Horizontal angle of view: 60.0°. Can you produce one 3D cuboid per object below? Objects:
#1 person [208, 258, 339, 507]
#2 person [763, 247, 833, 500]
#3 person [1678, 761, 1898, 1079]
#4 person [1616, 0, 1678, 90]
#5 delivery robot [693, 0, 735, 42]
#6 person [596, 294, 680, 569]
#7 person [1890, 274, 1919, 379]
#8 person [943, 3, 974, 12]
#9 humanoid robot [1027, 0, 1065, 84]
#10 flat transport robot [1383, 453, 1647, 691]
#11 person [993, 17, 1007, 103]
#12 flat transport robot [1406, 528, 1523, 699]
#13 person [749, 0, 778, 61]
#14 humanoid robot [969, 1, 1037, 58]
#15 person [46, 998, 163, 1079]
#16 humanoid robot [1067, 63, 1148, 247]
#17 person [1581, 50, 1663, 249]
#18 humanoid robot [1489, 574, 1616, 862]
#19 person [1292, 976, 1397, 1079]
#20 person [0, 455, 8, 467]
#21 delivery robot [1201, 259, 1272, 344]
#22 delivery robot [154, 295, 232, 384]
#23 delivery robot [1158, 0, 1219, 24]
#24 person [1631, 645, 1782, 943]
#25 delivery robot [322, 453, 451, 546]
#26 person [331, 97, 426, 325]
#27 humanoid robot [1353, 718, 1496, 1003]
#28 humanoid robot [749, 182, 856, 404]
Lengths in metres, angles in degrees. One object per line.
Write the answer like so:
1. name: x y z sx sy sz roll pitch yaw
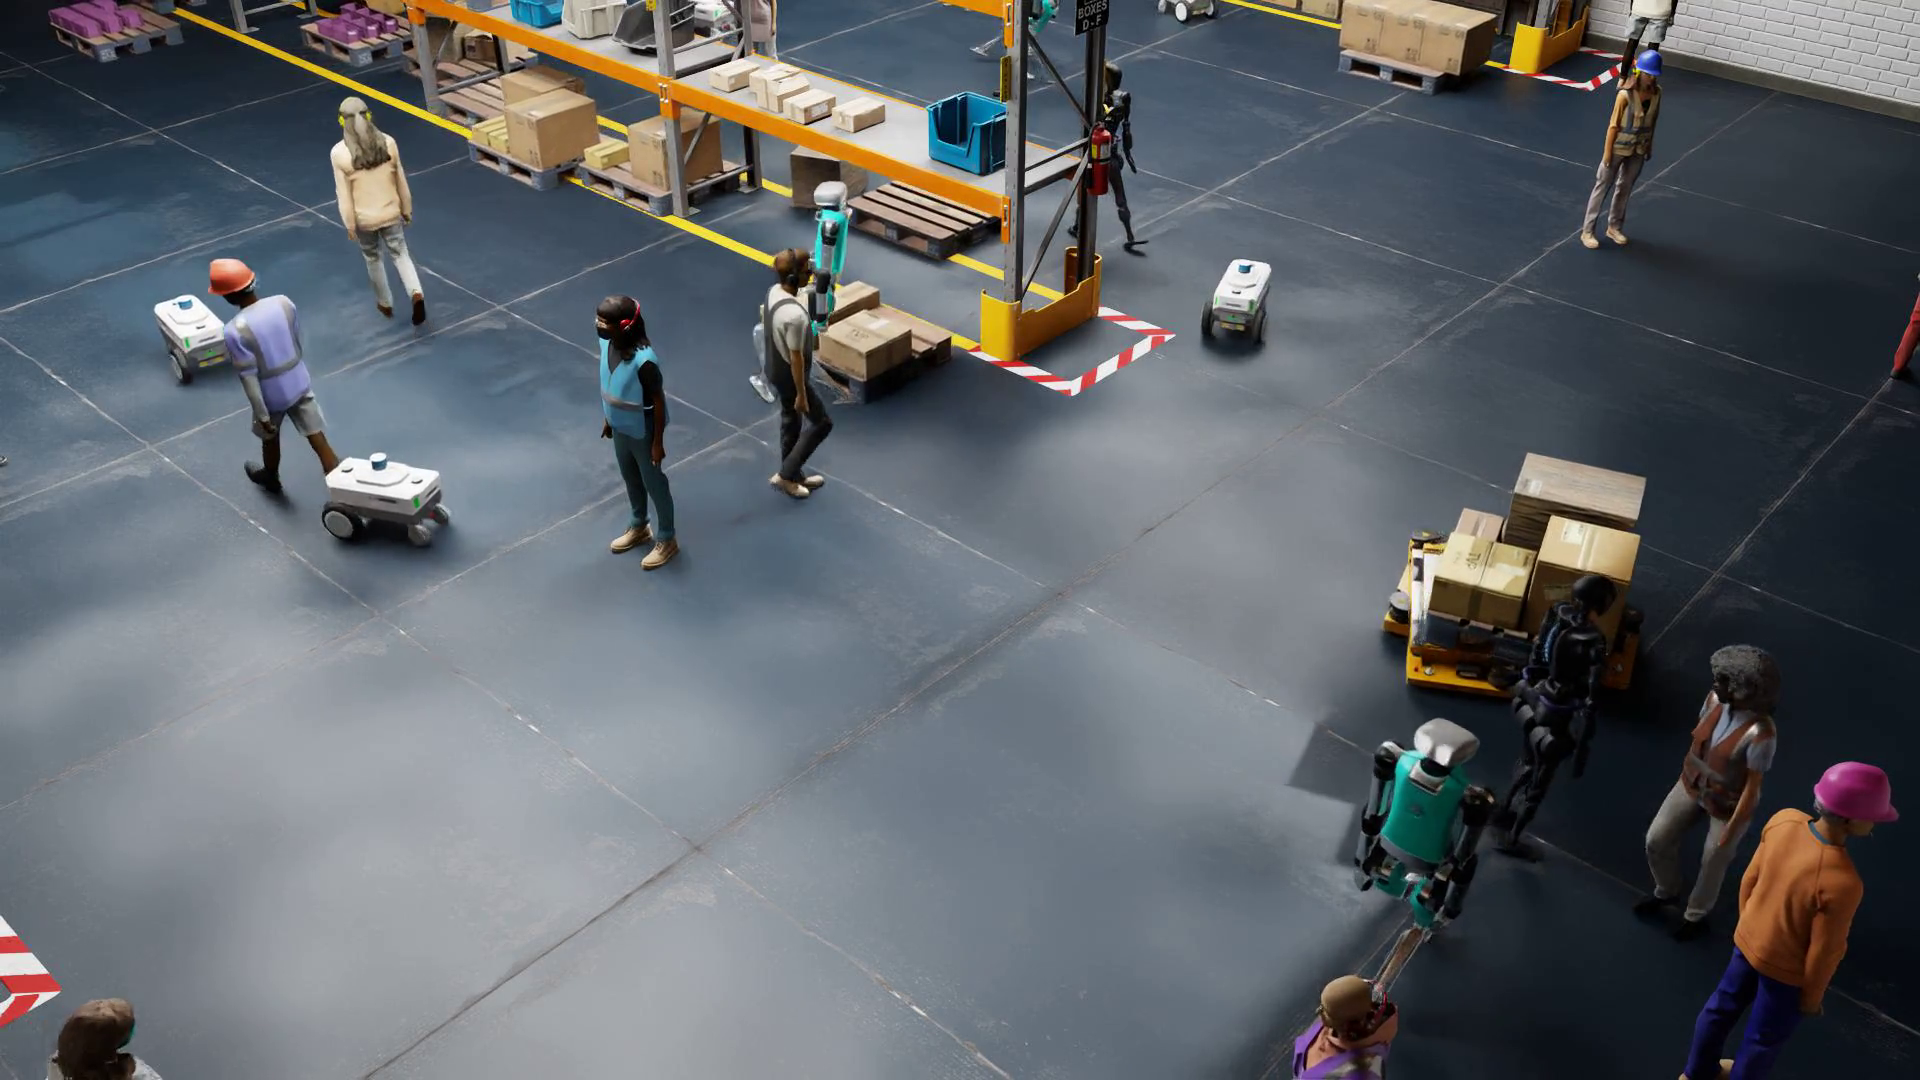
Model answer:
1. person: -4.480 -1.003 10.849 1.031 1.866 0.581 24 41 30
2. person: -1.078 -1.086 11.006 0.402 1.831 0.520 -17 38 -23
3. person: 3.393 1.691 6.855 0.390 1.983 0.505 -6 35 -9
4. person: 7.338 -5.592 17.651 0.534 1.699 0.318 25 42 31
5. delivery robot: -3.020 -6.180 19.507 0.791 0.589 0.499 20 39 26
6. person: -2.022 -0.685 10.397 0.537 1.864 0.371 26 43 33
7. person: 7.386 -1.958 12.336 0.516 1.756 0.341 27 43 34
8. person: 0.001 -7.295 20.077 0.505 1.754 0.346 25 42 32
9. humanoid robot: 0.764 -5.738 17.833 0.783 1.773 0.530 20 39 26
10. flat transport robot: 3.367 0.483 10.111 1.431 0.231 0.659 15 37 20
11. person: 0.502 -5.512 17.342 0.394 1.930 0.545 -6 35 -9
12. flat transport robot: 3.083 0.433 10.183 0.659 0.231 1.431 7 35 11
13. person: -2.118 -5.417 17.429 0.453 1.662 0.282 13 37 18
14. humanoid robot: 0.607 -6.136 18.420 1.019 1.747 0.562 2 35 3
15. person: -3.083 2.328 6.224 0.512 1.635 0.383 14 37 20
16. humanoid robot: 1.286 -3.309 14.397 0.600 1.621 0.789 -25 42 -31
17. person: 5.775 -3.365 14.367 0.471 1.771 0.350 -10 36 -14
18. humanoid robot: 2.928 0.855 8.333 0.383 1.648 0.602 -6 35 -9
19. person: 1.403 2.253 6.298 0.347 1.687 0.480 1 35 1
20. person: -6.951 -1.236 11.226 0.403 1.831 0.588 16 38 21
21. delivery robot: 2.255 -1.961 13.392 0.522 0.586 0.743 12 36 17
22. delivery robot: -5.928 -1.609 12.869 0.499 0.570 0.753 -26 42 -32
23. delivery robot: 2.743 -6.586 20.104 0.513 0.599 0.770 -20 39 -26
24. person: 3.506 1.218 7.813 0.423 1.673 0.425 -17 38 -23
25. delivery robot: -3.806 -0.291 10.994 0.814 0.610 0.499 9 36 13
26. person: -4.592 -2.569 13.147 0.563 1.852 0.709 -20 39 -26
27. humanoid robot: 2.155 1.424 7.529 0.556 1.830 0.872 26 42 32
28. humanoid robot: -1.232 -1.758 12.118 1.014 1.766 0.543 4 35 5
